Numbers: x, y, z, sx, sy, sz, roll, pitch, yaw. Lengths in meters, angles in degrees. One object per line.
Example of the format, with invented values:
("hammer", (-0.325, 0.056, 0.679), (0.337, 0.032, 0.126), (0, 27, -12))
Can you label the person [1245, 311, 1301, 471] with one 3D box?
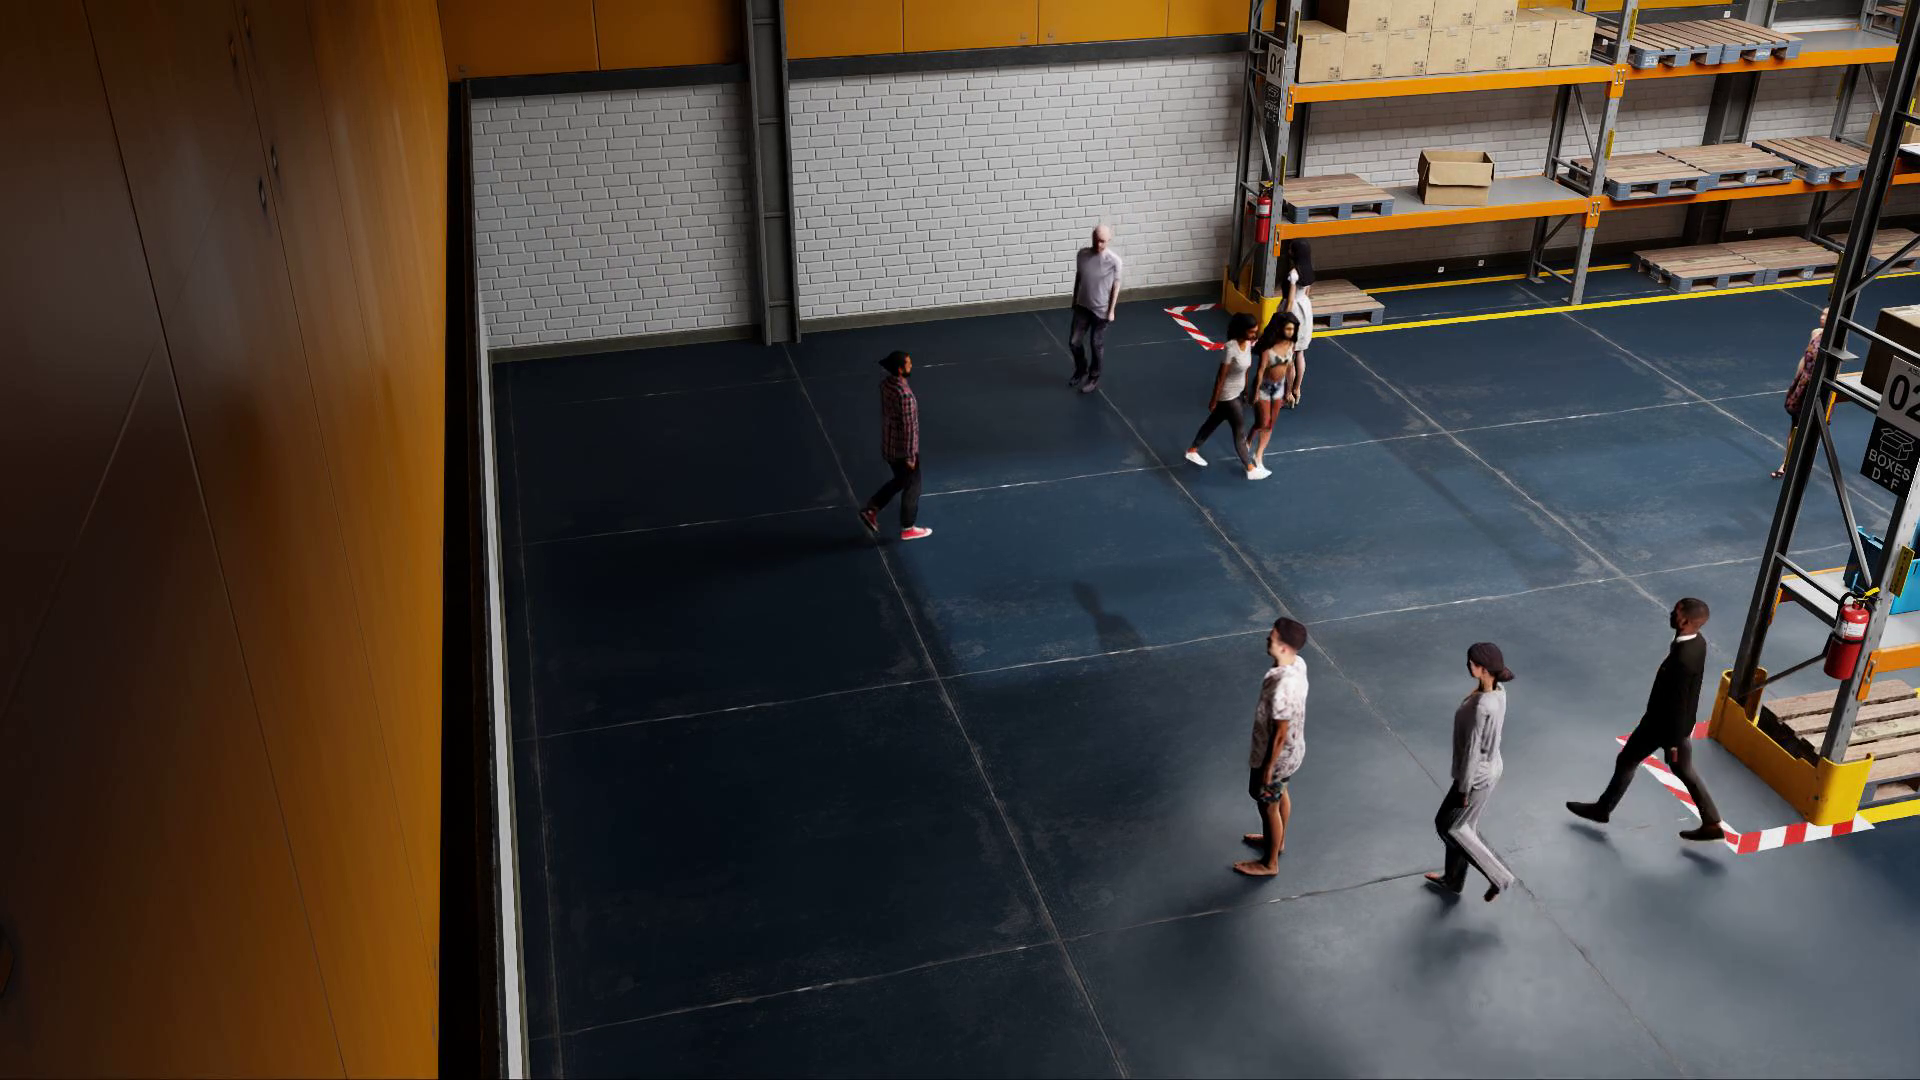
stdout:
("person", (2.838, -1.392, 15.496), (0.634, 1.598, 0.712), (-11, 31, -20))

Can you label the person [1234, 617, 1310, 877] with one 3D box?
("person", (1.985, 1.283, 10.366), (0.774, 1.816, 0.750), (11, 30, 19))

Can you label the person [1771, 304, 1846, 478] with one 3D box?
("person", (7.788, -1.331, 15.200), (0.646, 1.774, 0.649), (-8, 30, -14))

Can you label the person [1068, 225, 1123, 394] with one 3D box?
("person", (1.434, -2.403, 17.126), (0.831, 1.811, 0.888), (19, 34, 30))

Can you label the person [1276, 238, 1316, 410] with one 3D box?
("person", (3.362, -2.186, 16.768), (0.832, 1.774, 0.750), (23, 36, 35))

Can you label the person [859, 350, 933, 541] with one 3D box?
("person", (-0.573, -0.782, 14.226), (0.897, 1.745, 0.759), (-11, 31, -19))

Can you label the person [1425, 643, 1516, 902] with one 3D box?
("person", (3.218, 1.454, 10.116), (0.922, 1.754, 0.866), (15, 32, 25))

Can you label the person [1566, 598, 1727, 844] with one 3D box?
("person", (4.604, 1.208, 10.571), (1.231, 1.751, 1.202), (17, 33, 28))

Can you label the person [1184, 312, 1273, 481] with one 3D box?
("person", (2.411, -1.344, 15.430), (1.168, 1.576, 1.128), (18, 34, 30))
